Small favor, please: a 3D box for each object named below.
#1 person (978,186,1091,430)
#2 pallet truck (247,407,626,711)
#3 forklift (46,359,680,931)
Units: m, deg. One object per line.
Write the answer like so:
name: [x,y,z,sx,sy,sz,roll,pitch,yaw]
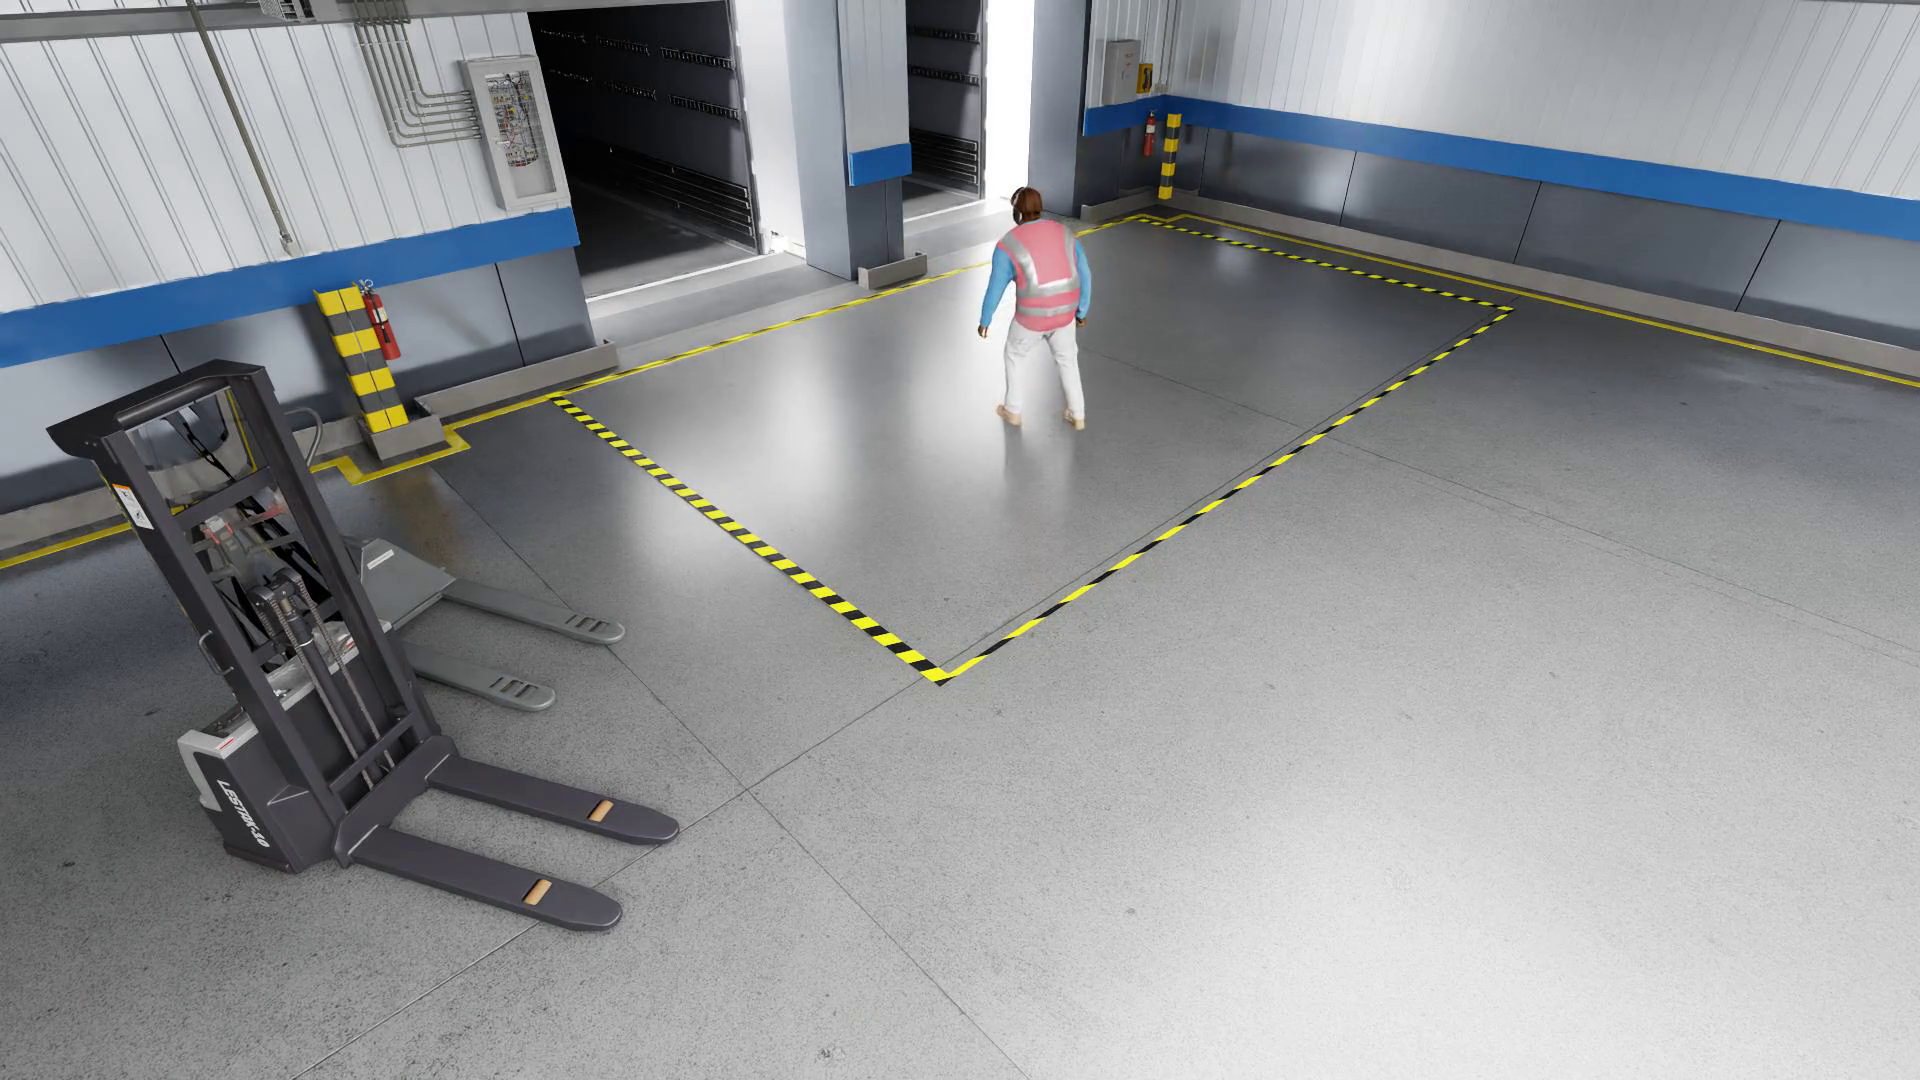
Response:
person: [0.572,-1.632,6.638,0.809,1.711,0.603,-12,36,-16]
pallet truck: [-2.628,0.038,4.590,1.601,1.201,0.680,12,36,18]
forklift: [-2.135,0.422,3.354,1.885,1.965,0.823,10,35,14]
